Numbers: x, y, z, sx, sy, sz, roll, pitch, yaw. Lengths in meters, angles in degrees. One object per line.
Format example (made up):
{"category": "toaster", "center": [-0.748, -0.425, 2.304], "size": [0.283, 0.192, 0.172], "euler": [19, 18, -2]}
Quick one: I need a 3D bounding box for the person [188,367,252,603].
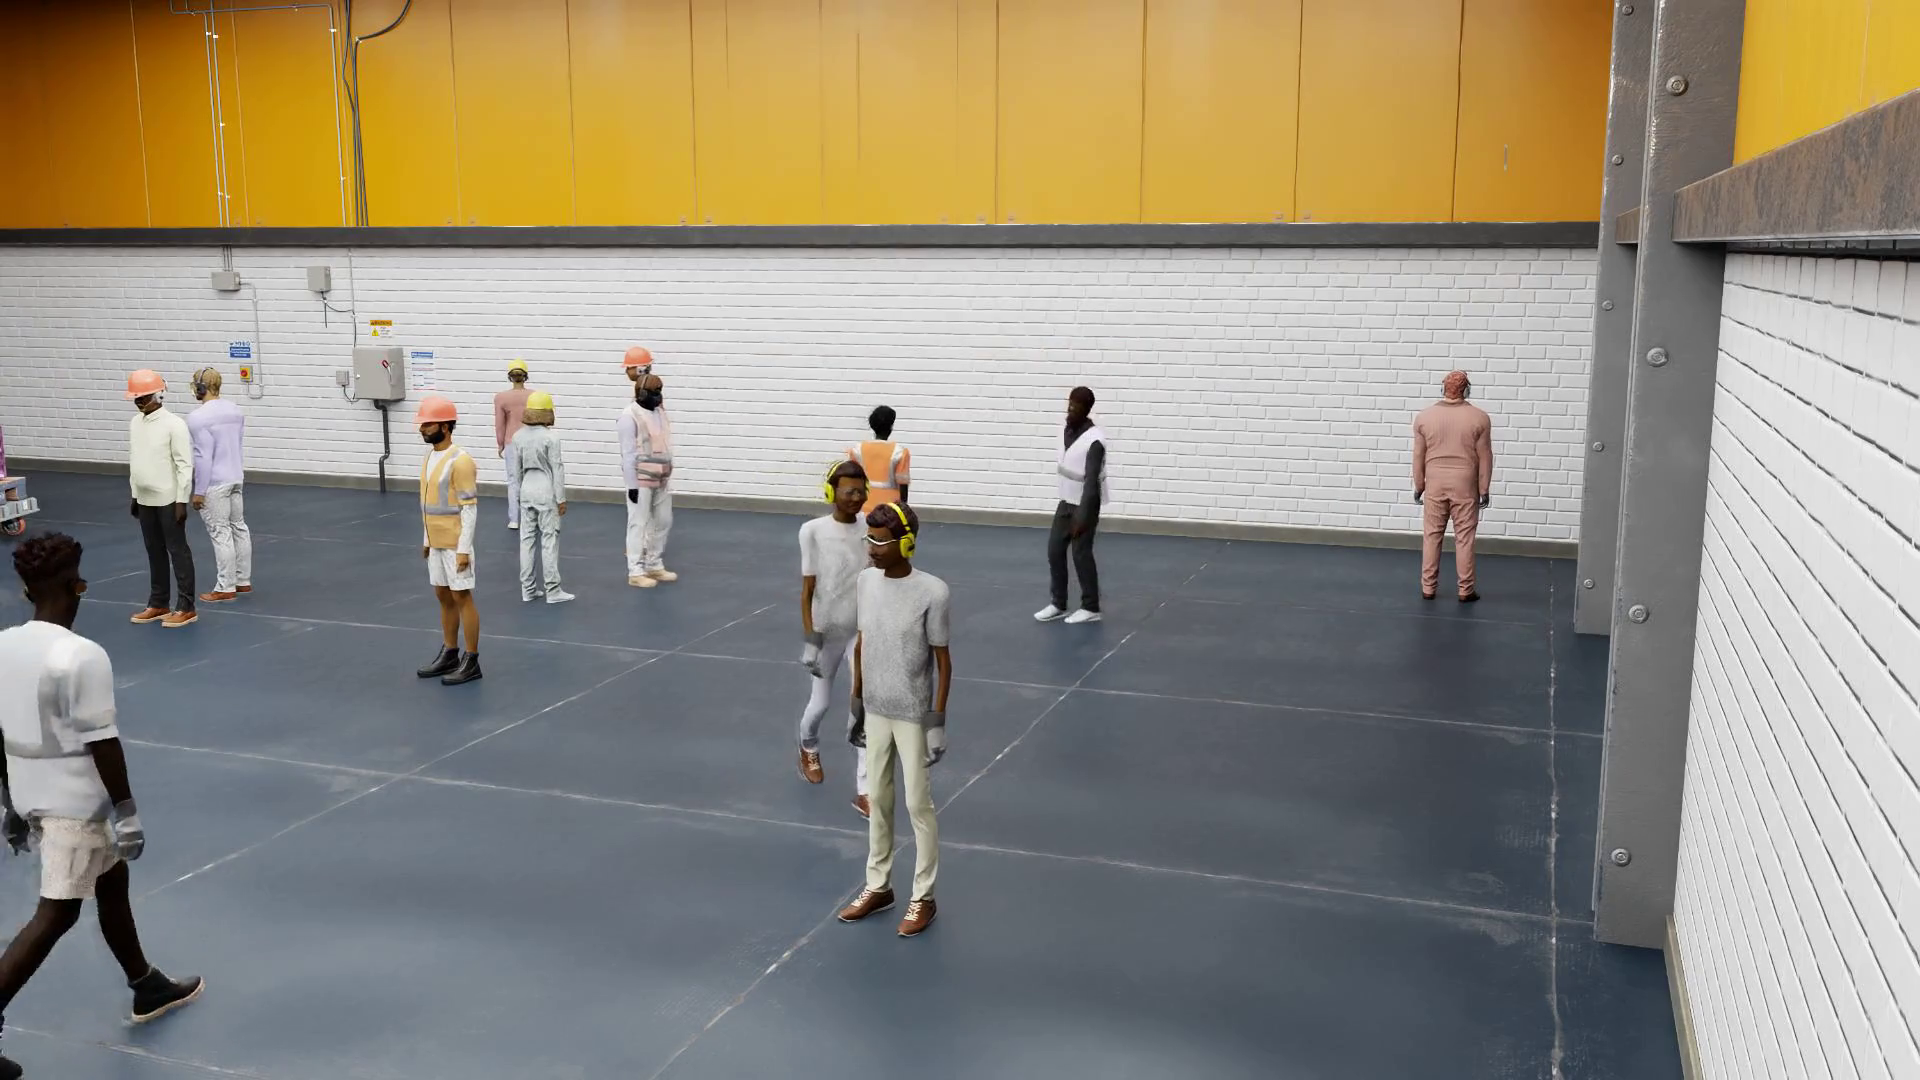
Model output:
{"category": "person", "center": [-6.079, -0.448, 13.628], "size": [0.373, 1.941, 0.627], "euler": [1, 10, 8]}

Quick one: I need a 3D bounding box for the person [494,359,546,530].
{"category": "person", "center": [-4.508, -0.981, 17.129], "size": [0.522, 1.765, 0.317], "euler": [-2, 10, -13]}

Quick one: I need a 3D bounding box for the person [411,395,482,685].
{"category": "person", "center": [-3.437, -0.001, 11.109], "size": [0.542, 1.939, 0.364], "euler": [10, 14, 44]}

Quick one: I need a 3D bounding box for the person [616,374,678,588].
{"category": "person", "center": [-2.670, -0.508, 14.278], "size": [0.430, 1.832, 0.629], "euler": [5, 11, 26]}

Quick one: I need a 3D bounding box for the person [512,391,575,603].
{"category": "person", "center": [-3.433, -0.355, 13.664], "size": [0.492, 1.740, 0.325], "euler": [5, 11, 25]}

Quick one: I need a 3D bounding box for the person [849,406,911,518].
{"category": "person", "center": [-0.635, -0.250, 13.312], "size": [0.541, 1.646, 0.868], "euler": [2, 10, 11]}

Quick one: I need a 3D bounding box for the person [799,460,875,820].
{"category": "person", "center": [-0.634, 0.477, 8.716], "size": [0.511, 1.842, 0.908], "euler": [-4, 11, -22]}

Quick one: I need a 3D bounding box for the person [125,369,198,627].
{"category": "person", "center": [-6.163, -0.322, 12.781], "size": [0.611, 1.987, 0.392], "euler": [5, 11, 26]}

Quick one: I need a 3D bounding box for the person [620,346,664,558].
{"category": "person", "center": [-2.962, -0.822, 15.614], "size": [0.398, 1.985, 0.617], "euler": [0, 10, -2]}

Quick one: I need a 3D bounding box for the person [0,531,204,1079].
{"category": "person", "center": [-3.256, 0.933, 5.946], "size": [0.630, 1.918, 0.976], "euler": [6, 12, 32]}

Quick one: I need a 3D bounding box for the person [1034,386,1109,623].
{"category": "person", "center": [0.885, -0.251, 12.718], "size": [0.589, 1.862, 0.681], "euler": [-6, 12, -29]}

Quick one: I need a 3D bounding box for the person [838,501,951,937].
{"category": "person", "center": [-0.274, 0.752, 7.086], "size": [0.517, 1.865, 0.328], "euler": [7, 12, 34]}

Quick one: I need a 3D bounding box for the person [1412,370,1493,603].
{"category": "person", "center": [4.048, -0.441, 13.675], "size": [0.639, 1.911, 0.406], "euler": [5, 11, 27]}
